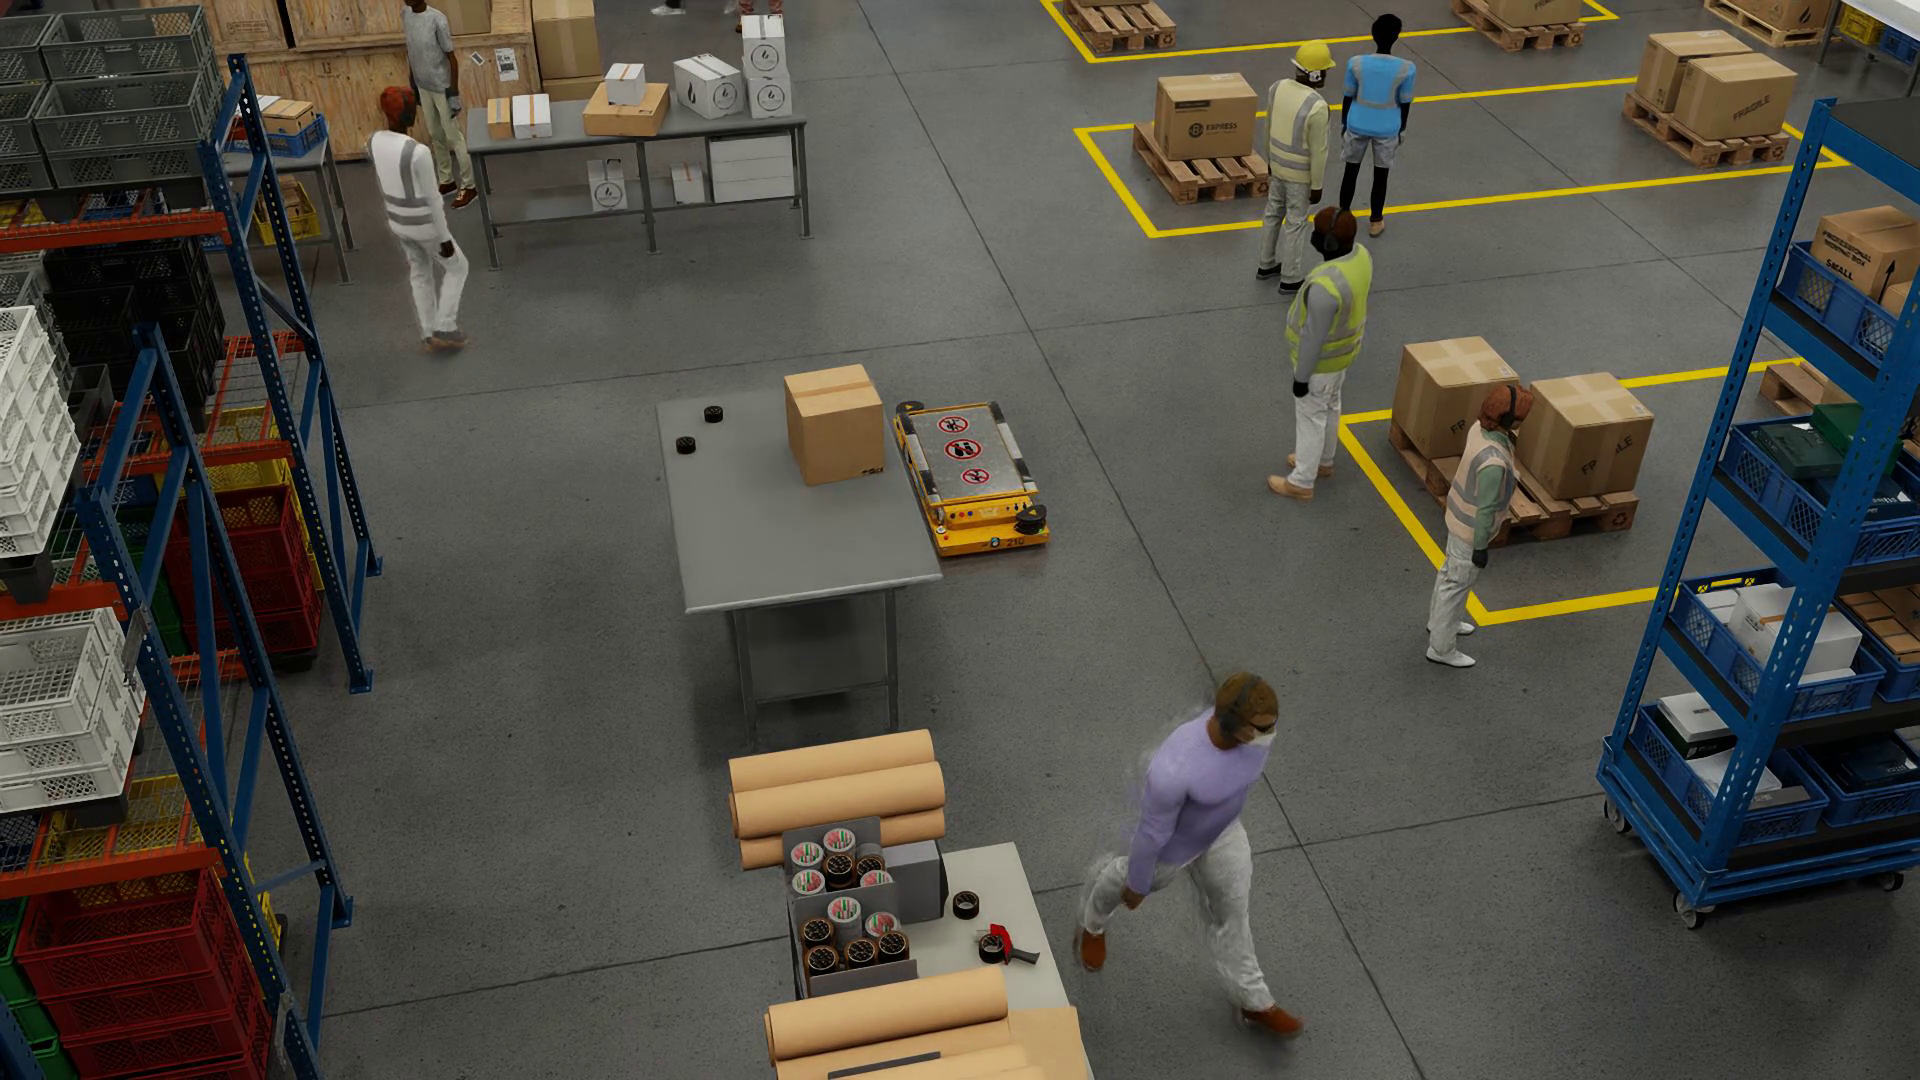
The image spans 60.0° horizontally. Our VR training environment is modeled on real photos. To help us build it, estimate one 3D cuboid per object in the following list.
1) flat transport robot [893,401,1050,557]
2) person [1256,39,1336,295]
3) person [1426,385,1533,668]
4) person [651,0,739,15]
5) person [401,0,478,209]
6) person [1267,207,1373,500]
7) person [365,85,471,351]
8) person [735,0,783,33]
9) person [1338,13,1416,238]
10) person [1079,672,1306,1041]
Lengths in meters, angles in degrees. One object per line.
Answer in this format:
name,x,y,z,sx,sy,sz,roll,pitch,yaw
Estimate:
flat transport robot,0.046,-0.430,10.108,0.652,0.197,1.431,-8,37,-10
person,2.390,-2.640,11.780,0.404,1.830,0.599,-18,40,-22
person,2.628,-0.078,8.505,0.313,1.634,0.514,6,37,8
person,-2.664,-6.121,16.420,0.887,1.885,0.587,-6,37,-8
person,-4.091,-3.503,12.904,0.532,1.876,0.321,21,41,25
person,2.097,-1.081,9.687,0.429,1.837,0.629,20,41,25
person,-3.572,-2.109,11.030,0.616,1.872,0.438,21,42,26
person,-1.973,-5.855,16.042,0.652,1.904,0.403,3,37,4
person,3.108,-3.110,12.530,0.535,1.694,0.319,15,39,19
person,0.919,1.196,6.609,0.691,1.863,1.099,-24,43,-29
